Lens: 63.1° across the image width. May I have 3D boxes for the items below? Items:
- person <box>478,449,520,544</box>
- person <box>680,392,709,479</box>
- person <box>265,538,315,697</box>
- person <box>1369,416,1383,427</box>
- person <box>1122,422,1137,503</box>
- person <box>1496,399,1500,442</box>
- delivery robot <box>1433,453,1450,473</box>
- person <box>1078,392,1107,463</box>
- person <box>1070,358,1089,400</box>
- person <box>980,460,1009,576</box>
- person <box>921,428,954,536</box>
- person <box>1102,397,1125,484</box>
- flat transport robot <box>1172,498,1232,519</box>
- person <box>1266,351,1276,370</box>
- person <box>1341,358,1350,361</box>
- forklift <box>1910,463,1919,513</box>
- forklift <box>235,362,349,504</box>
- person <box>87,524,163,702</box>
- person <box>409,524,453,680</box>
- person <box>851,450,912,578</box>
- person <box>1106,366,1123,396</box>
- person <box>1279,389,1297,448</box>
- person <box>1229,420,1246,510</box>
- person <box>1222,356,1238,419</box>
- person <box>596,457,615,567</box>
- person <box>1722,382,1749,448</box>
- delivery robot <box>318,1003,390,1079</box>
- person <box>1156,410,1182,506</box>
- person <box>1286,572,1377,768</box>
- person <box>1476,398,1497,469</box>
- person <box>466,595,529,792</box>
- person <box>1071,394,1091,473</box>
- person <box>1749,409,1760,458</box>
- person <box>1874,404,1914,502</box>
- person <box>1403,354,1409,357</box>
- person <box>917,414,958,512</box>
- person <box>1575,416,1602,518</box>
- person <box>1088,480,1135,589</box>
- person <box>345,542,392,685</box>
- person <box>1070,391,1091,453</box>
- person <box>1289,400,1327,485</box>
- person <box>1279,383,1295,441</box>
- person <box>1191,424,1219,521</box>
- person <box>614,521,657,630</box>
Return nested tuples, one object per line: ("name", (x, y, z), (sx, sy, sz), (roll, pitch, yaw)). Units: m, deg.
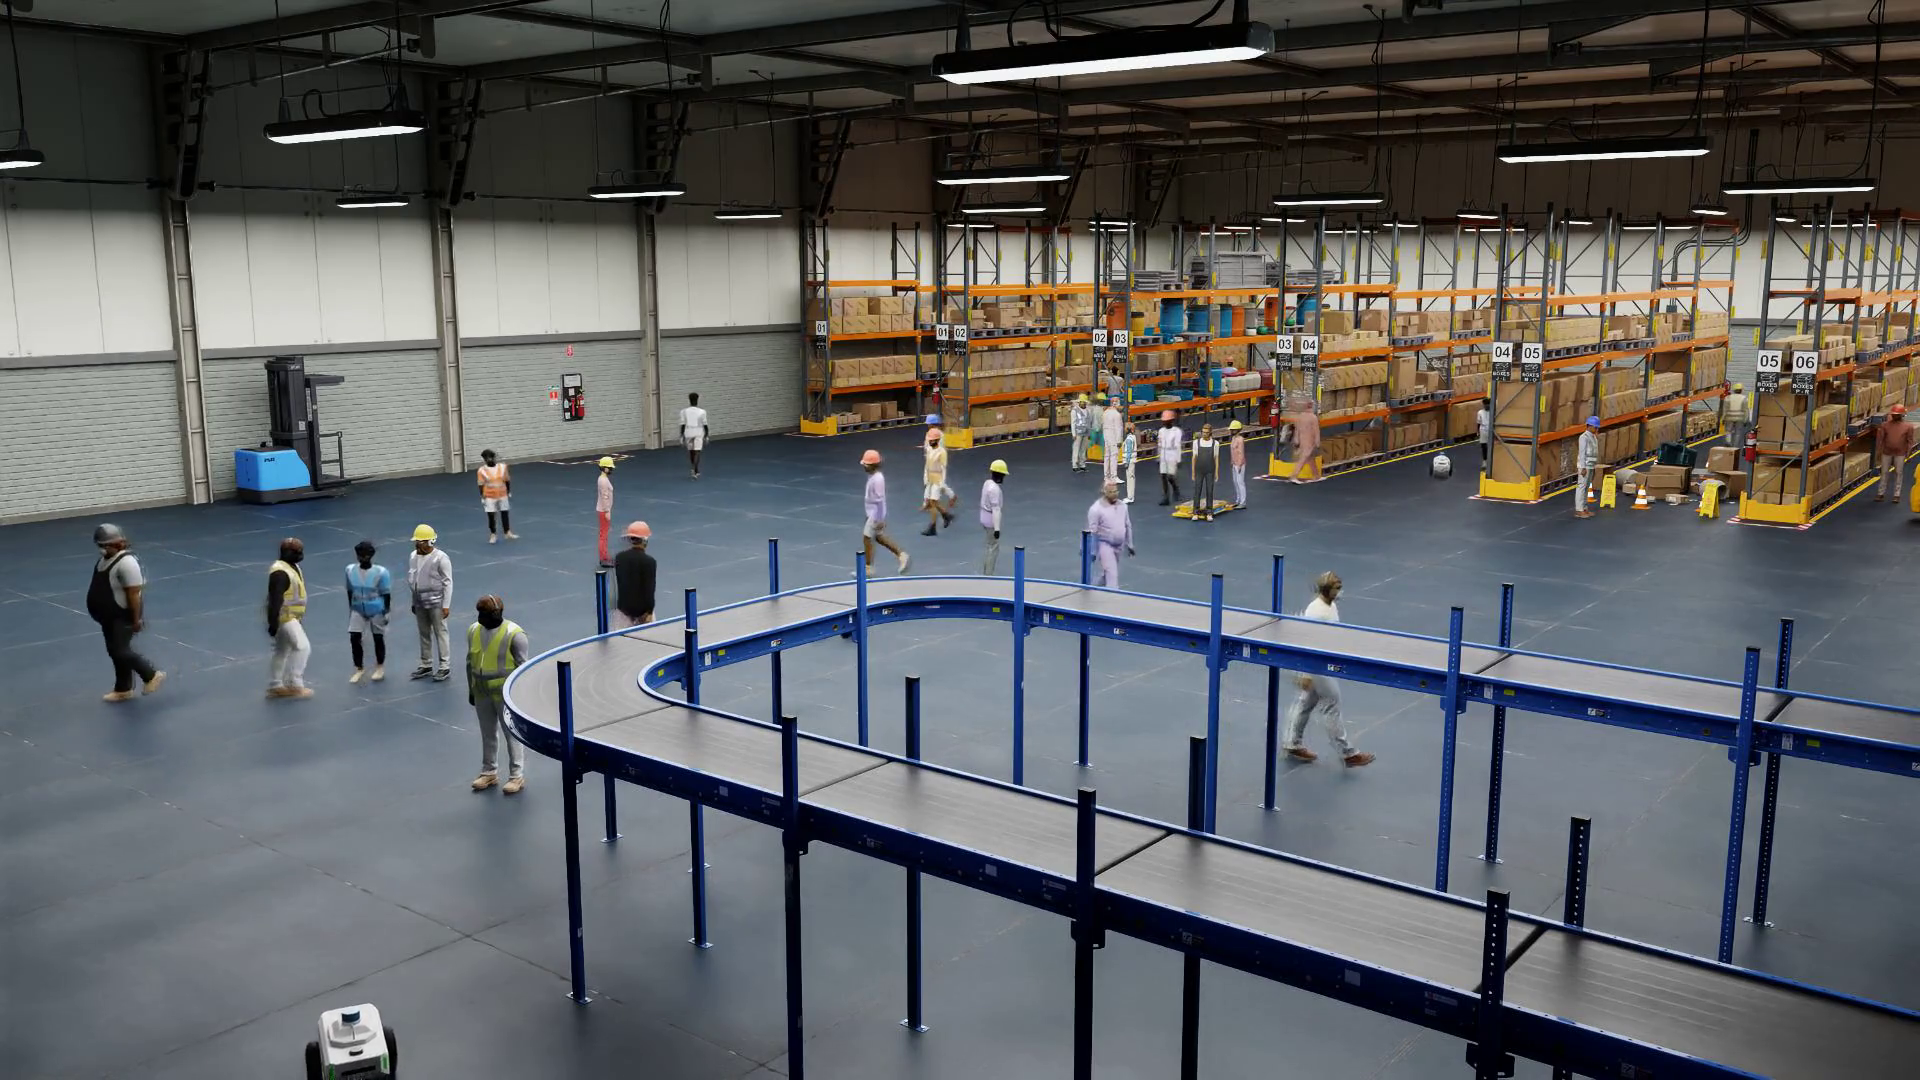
("person", (-8.008, -0.762, 27.079), (0.665, 1.659, 0.398), (-6, 12, -31))
("person", (-6.021, -2.370, 35.383), (0.610, 1.936, 0.941), (1, 10, 6))
("person", (-7.505, 0.873, 17.486), (0.603, 1.808, 0.637), (-3, 10, -15))
("person", (11.897, -3.816, 44.446), (0.814, 1.601, 0.513), (-9, 13, -41))
("person", (3.434, -1.568, 31.683), (0.309, 1.639, 0.514), (2, 10, 12))
("person", (13.200, -2.785, 37.846), (0.596, 1.895, 0.813), (9, 14, 41))
("delivery robot", (10.953, -1.745, 35.570), (0.477, 0.478, 0.707), (3, 11, 15))
("person", (3.305, -2.736, 38.053), (0.879, 1.725, 0.512), (7, 12, 33))
("person", (3.662, -4.688, 48.525), (0.597, 1.896, 0.855), (8, 13, 37))
("person", (0.524, -0.271, 23.650), (0.423, 1.906, 0.606), (-2, 10, -10))
("person", (-0.408, -1.055, 27.980), (0.650, 1.922, 0.567), (-7, 12, -33))
("person", (3.402, -2.213, 34.569), (0.401, 1.904, 0.640), (-4, 11, -23))
("flat transport robot", (4.697, -0.617, 30.291), (0.652, 0.197, 1.431), (6, 12, 31))
("person", (10.783, -5.568, 53.725), (0.617, 1.814, 0.993), (-1, 10, -7))
("person", (13.398, -5.787, 54.591), (0.647, 1.939, 1.045), (-4, 11, -21))
("forklift", (19.034, -1.348, 28.998), (2.313, 2.155, 1.214), (8, 13, 37))
("forklift", (-13.803, -2.244, 32.110), (1.129, 2.768, 1.873), (8, 13, 37))
("person", (-9.315, 0.810, 17.283), (0.695, 2.000, 0.569), (9, 14, 42))
("person", (-6.191, 0.720, 18.252), (0.591, 1.834, 0.404), (5, 11, 25))
("person", (-1.216, -0.409, 24.117), (0.890, 2.011, 0.636), (-1, 10, -7))
("person", (4.479, -4.115, 45.365), (0.538, 1.869, 0.313), (2, 10, 10))
("person", (8.783, -3.384, 41.242), (1.034, 1.887, 0.650), (-9, 13, -40))
("person", (5.472, -1.491, 30.939), (0.384, 1.755, 0.535), (-1, 10, -6))
("person", (8.433, -4.777, 48.898), (0.550, 1.935, 0.371), (5, 11, 24))
("person", (-5.669, -0.458, 25.091), (0.329, 1.763, 0.523), (-3, 10, -15))
("person", (19.730, -3.096, 39.771), (0.621, 1.813, 0.424), (6, 12, 32))
("delivery robot", (-3.531, 2.959, 9.103), (0.477, 0.478, 0.707), (-5, 11, -25))
("person", (4.167, -1.641, 31.298), (0.429, 1.918, 0.563), (-10, 14, -44))
("person", (3.612, 1.250, 15.074), (0.958, 1.897, 0.661), (4, 11, 23))
("person", (12.528, -2.543, 37.069), (0.561, 1.673, 0.517), (8, 13, 38))
("person", (-4.266, 1.404, 14.385), (0.629, 1.840, 0.429), (4, 11, 20))
("person", (2.822, -2.476, 36.253), (0.591, 1.829, 0.404), (-9, 14, -42))
("person", (20.029, -2.999, 39.149), (0.585, 1.835, 0.883), (3, 11, 18))
("person", (18.994, -1.767, 31.801), (0.612, 1.991, 0.392), (9, 14, 42))
("person", (14.549, -5.098, 50.888), (0.647, 1.874, 0.810), (2, 10, 10))
("person", (-0.449, -1.522, 30.620), (0.752, 1.925, 0.615), (-5, 11, -28))
("person", (11.998, -1.402, 29.902), (0.401, 1.938, 0.603), (8, 13, 37))
("person", (2.058, 0.081, 21.763), (0.639, 1.874, 0.947), (-8, 13, -37))
("person", (-6.815, 0.844, 18.002), (0.553, 1.658, 0.687), (0, 10, -1))
("person", (3.051, -2.966, 39.653), (0.541, 1.595, 0.845), (4, 11, 20))
("person", (7.648, -2.147, 34.342), (0.997, 1.865, 0.670), (-4, 11, -19))
("person", (8.952, -3.660, 42.610), (0.553, 1.935, 0.362), (7, 12, 35))
("person", (4.613, -1.272, 29.445), (0.506, 1.841, 0.345), (1, 10, 8))
("person", (-3.687, 0.755, 17.775), (0.611, 1.940, 1.051), (5, 11, 25))
